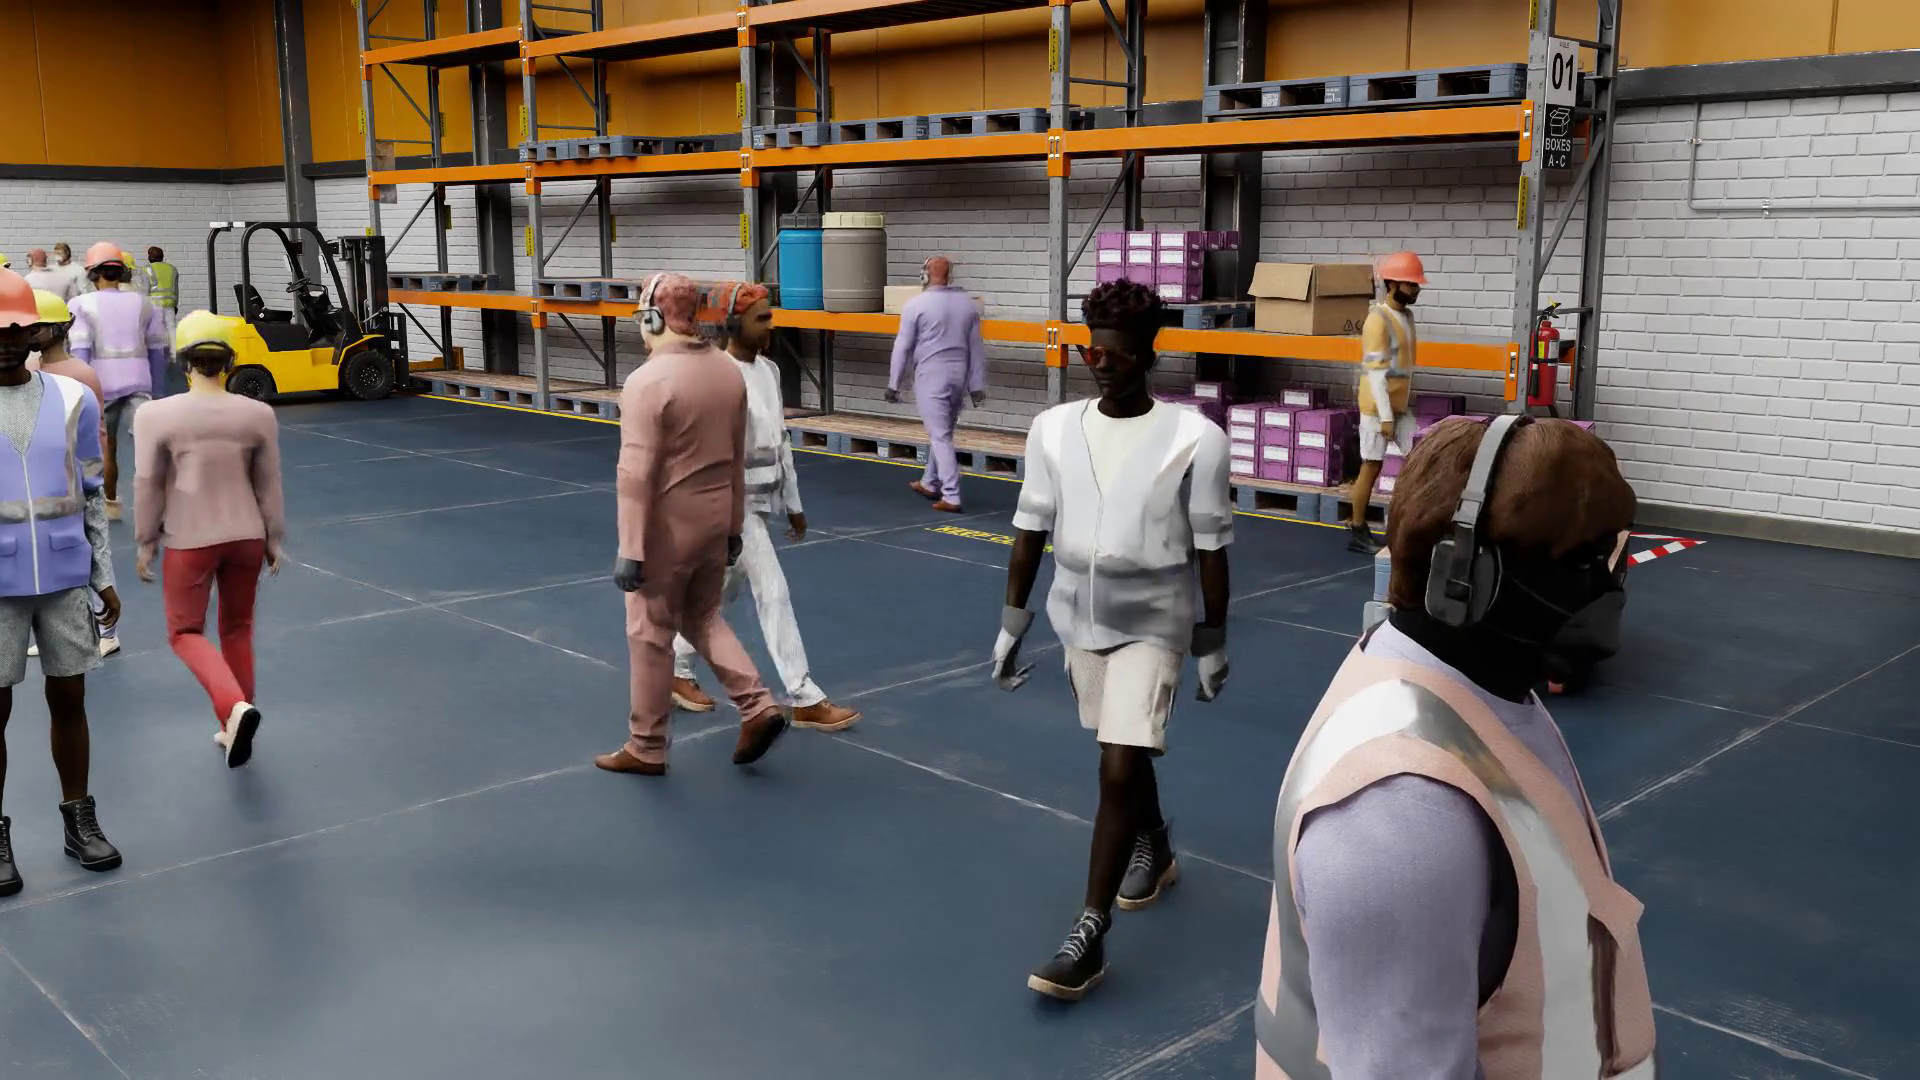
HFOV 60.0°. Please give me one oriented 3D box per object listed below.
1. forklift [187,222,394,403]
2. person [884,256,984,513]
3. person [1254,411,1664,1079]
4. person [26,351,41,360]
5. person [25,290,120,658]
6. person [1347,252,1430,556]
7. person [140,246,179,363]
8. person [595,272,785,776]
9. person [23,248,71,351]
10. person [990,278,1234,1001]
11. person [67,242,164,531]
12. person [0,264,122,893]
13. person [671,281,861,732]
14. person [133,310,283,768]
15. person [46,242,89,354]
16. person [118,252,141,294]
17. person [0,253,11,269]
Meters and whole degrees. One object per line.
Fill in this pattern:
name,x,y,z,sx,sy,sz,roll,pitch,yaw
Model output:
forklift,-8.169,-2.758,20.163,2.313,2.155,1.214,-10,14,-44
person,-0.226,-1.164,12.380,0.657,1.863,0.932,-9,14,-39
person,0.552,0.771,1.890,0.429,1.839,0.633,4,11,19
person,-5.986,-0.716,10.636,0.516,1.598,0.730,-6,12,-28
person,-4.279,-0.298,7.917,0.523,1.769,0.323,5,11,24
person,2.738,-0.822,10.361,0.693,1.912,0.577,9,14,40
person,-12.653,-3.707,26.297,0.429,1.847,0.626,6,12,29
person,-1.032,-0.036,6.154,0.693,1.892,0.653,5,12,25
person,-10.483,-2.415,19.166,0.654,1.885,0.677,4,11,19
person,0.439,0.228,4.683,0.613,1.915,1.028,7,12,32
person,-5.757,-1.047,11.449,1.096,1.986,0.642,10,15,44
person,-2.899,0.123,5.158,0.551,1.934,0.372,-10,14,-43
person,-0.903,-0.142,6.884,0.986,1.840,0.585,4,11,19
person,-2.802,0.009,6.295,0.531,1.745,0.626,-10,14,-43
person,-12.563,-3.233,23.487,0.648,1.926,0.561,1,10,7
person,-9.795,-2.459,19.547,0.403,1.823,0.587,2,11,13
person,-11.348,-2.500,19.774,0.403,1.826,0.595,-2,11,-9
